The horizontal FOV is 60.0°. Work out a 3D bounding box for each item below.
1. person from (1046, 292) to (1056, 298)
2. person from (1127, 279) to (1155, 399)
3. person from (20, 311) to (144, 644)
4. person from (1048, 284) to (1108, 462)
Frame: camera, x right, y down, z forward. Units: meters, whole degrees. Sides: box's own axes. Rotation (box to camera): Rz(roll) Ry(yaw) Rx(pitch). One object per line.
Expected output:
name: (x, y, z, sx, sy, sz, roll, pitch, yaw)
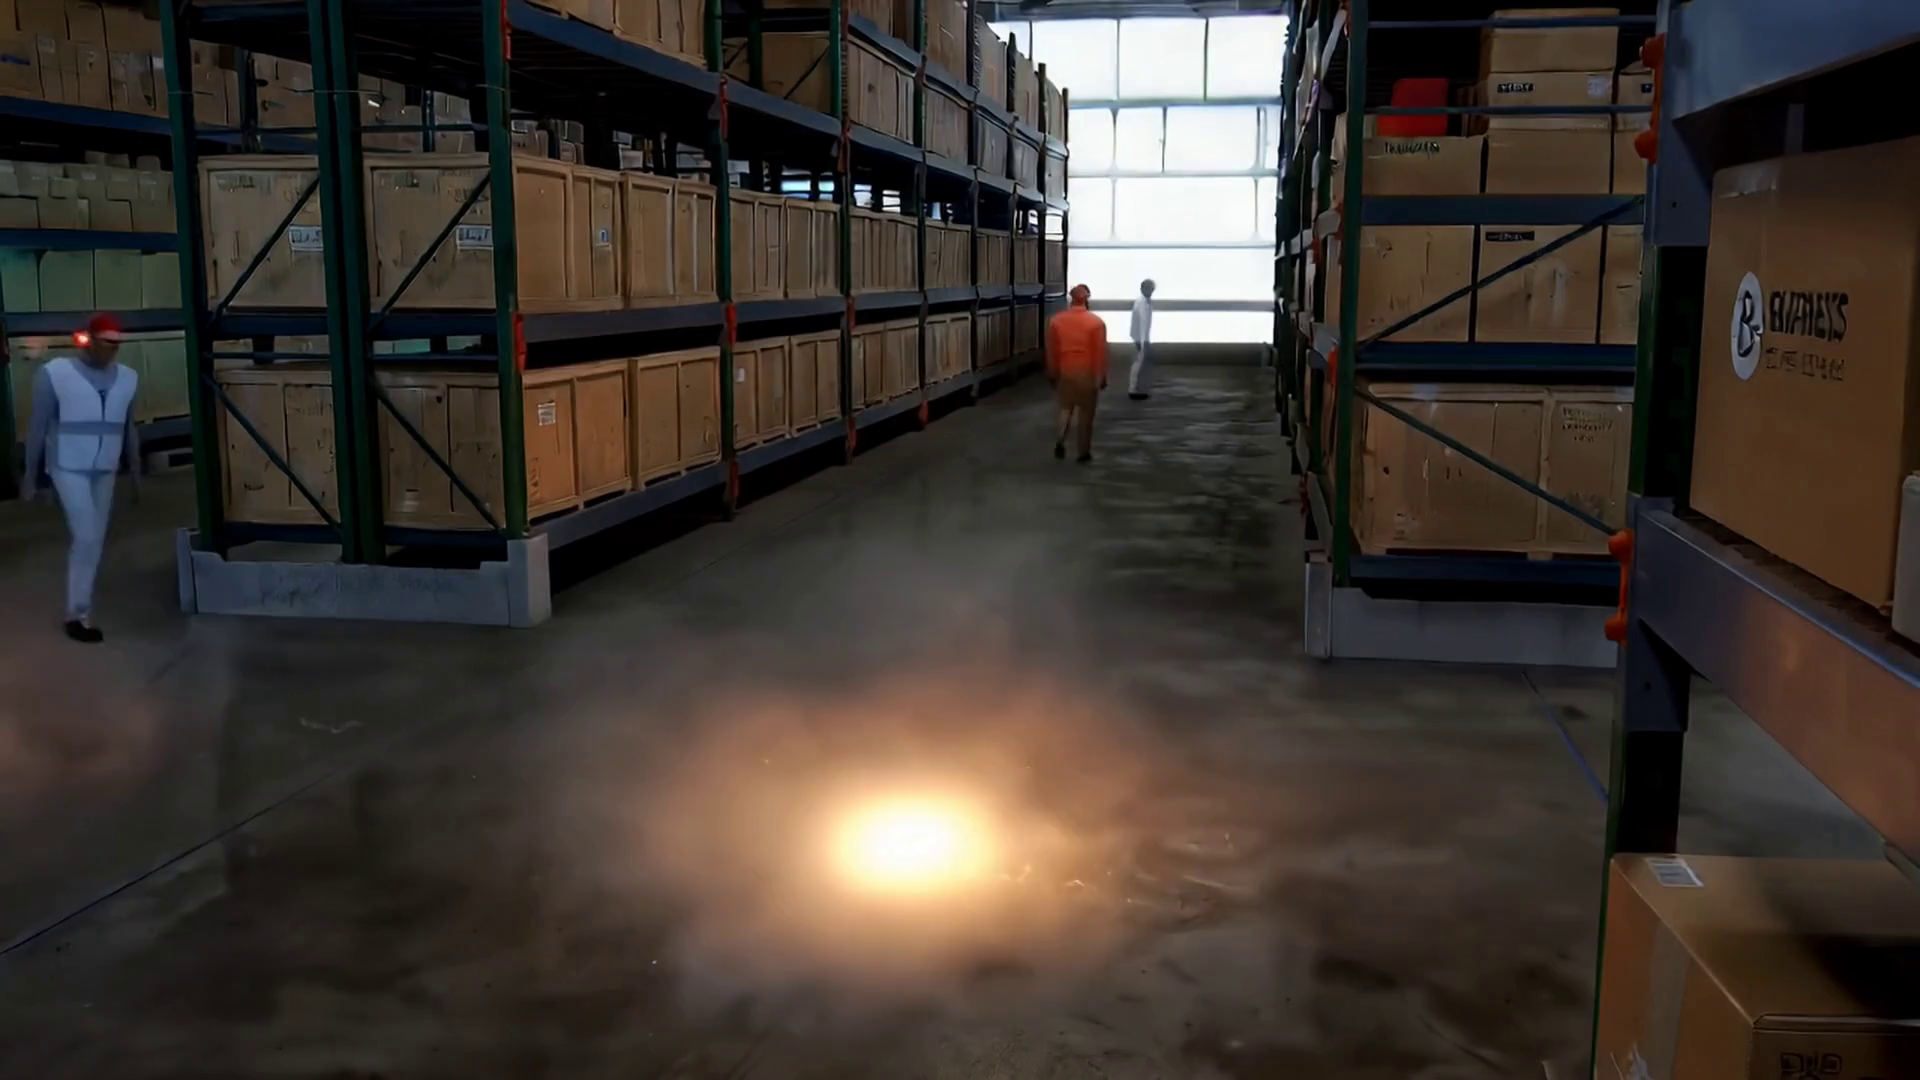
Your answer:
person: (2.163, -5.503, 41.412, 0.716, 1.730, 0.572, 0, 9, 0)
person: (2.891, -3.209, 26.585, 0.396, 1.924, 0.710, 2, 9, 13)
person: (-4.774, -0.346, 9.149, 0.610, 1.804, 0.649, 4, 10, 24)
person: (1.253, -1.765, 17.678, 0.662, 1.889, 0.467, 3, 10, 19)
